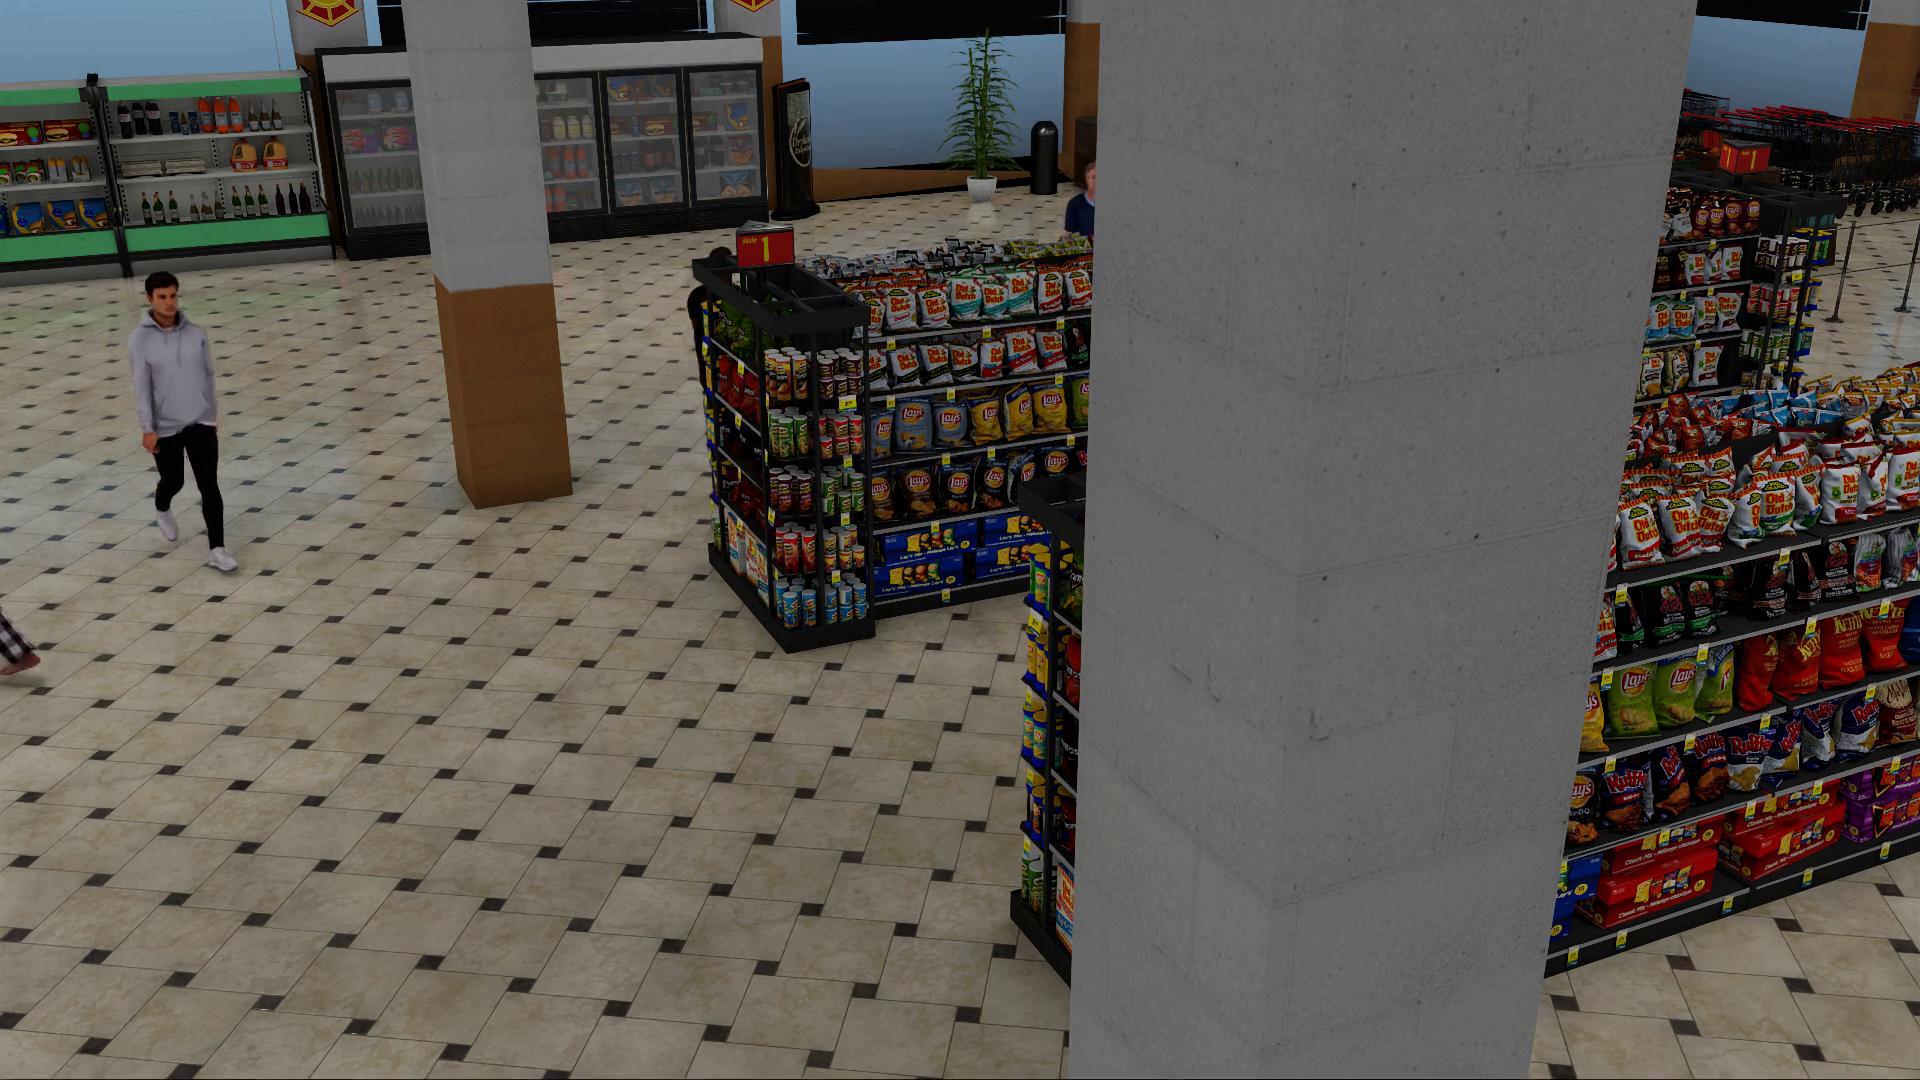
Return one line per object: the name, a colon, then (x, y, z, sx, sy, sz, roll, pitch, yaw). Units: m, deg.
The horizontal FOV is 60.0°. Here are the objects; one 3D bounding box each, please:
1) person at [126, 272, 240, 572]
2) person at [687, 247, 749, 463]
person: (-4.992, -0.759, 10.554, 1.169, 1.907, 0.983, -20, 30, -41)
person: (-1.650, -1.108, 11.561, 0.873, 1.805, 0.934, 6, 23, 14)
